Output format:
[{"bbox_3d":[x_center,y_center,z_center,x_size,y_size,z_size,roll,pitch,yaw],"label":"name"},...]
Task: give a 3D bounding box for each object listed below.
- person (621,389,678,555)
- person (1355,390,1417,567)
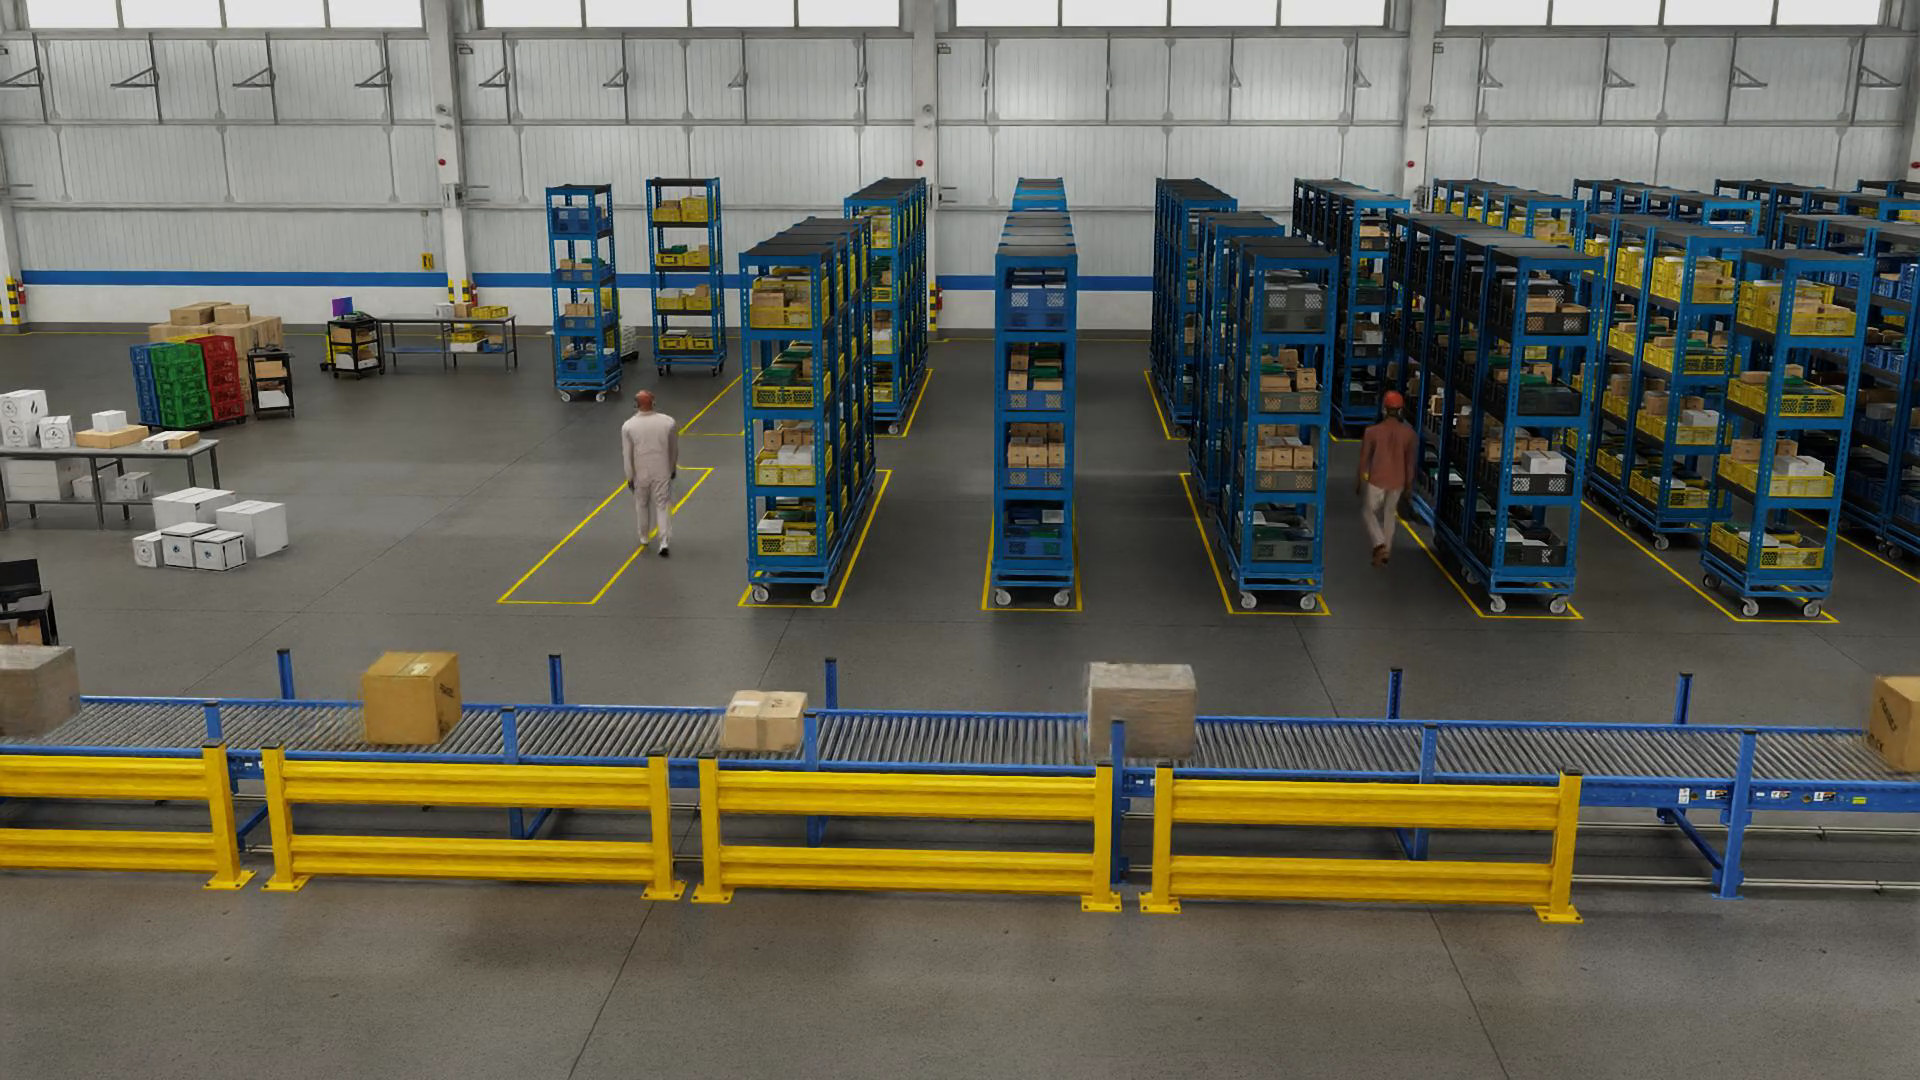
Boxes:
[{"bbox_3d":[-3.506,-0.777,18.912,0.637,1.867,0.988,-4,16,-15],"label":"person"},{"bbox_3d":[4.671,-0.650,18.200,0.641,1.978,0.527,-1,15,-5],"label":"person"}]
